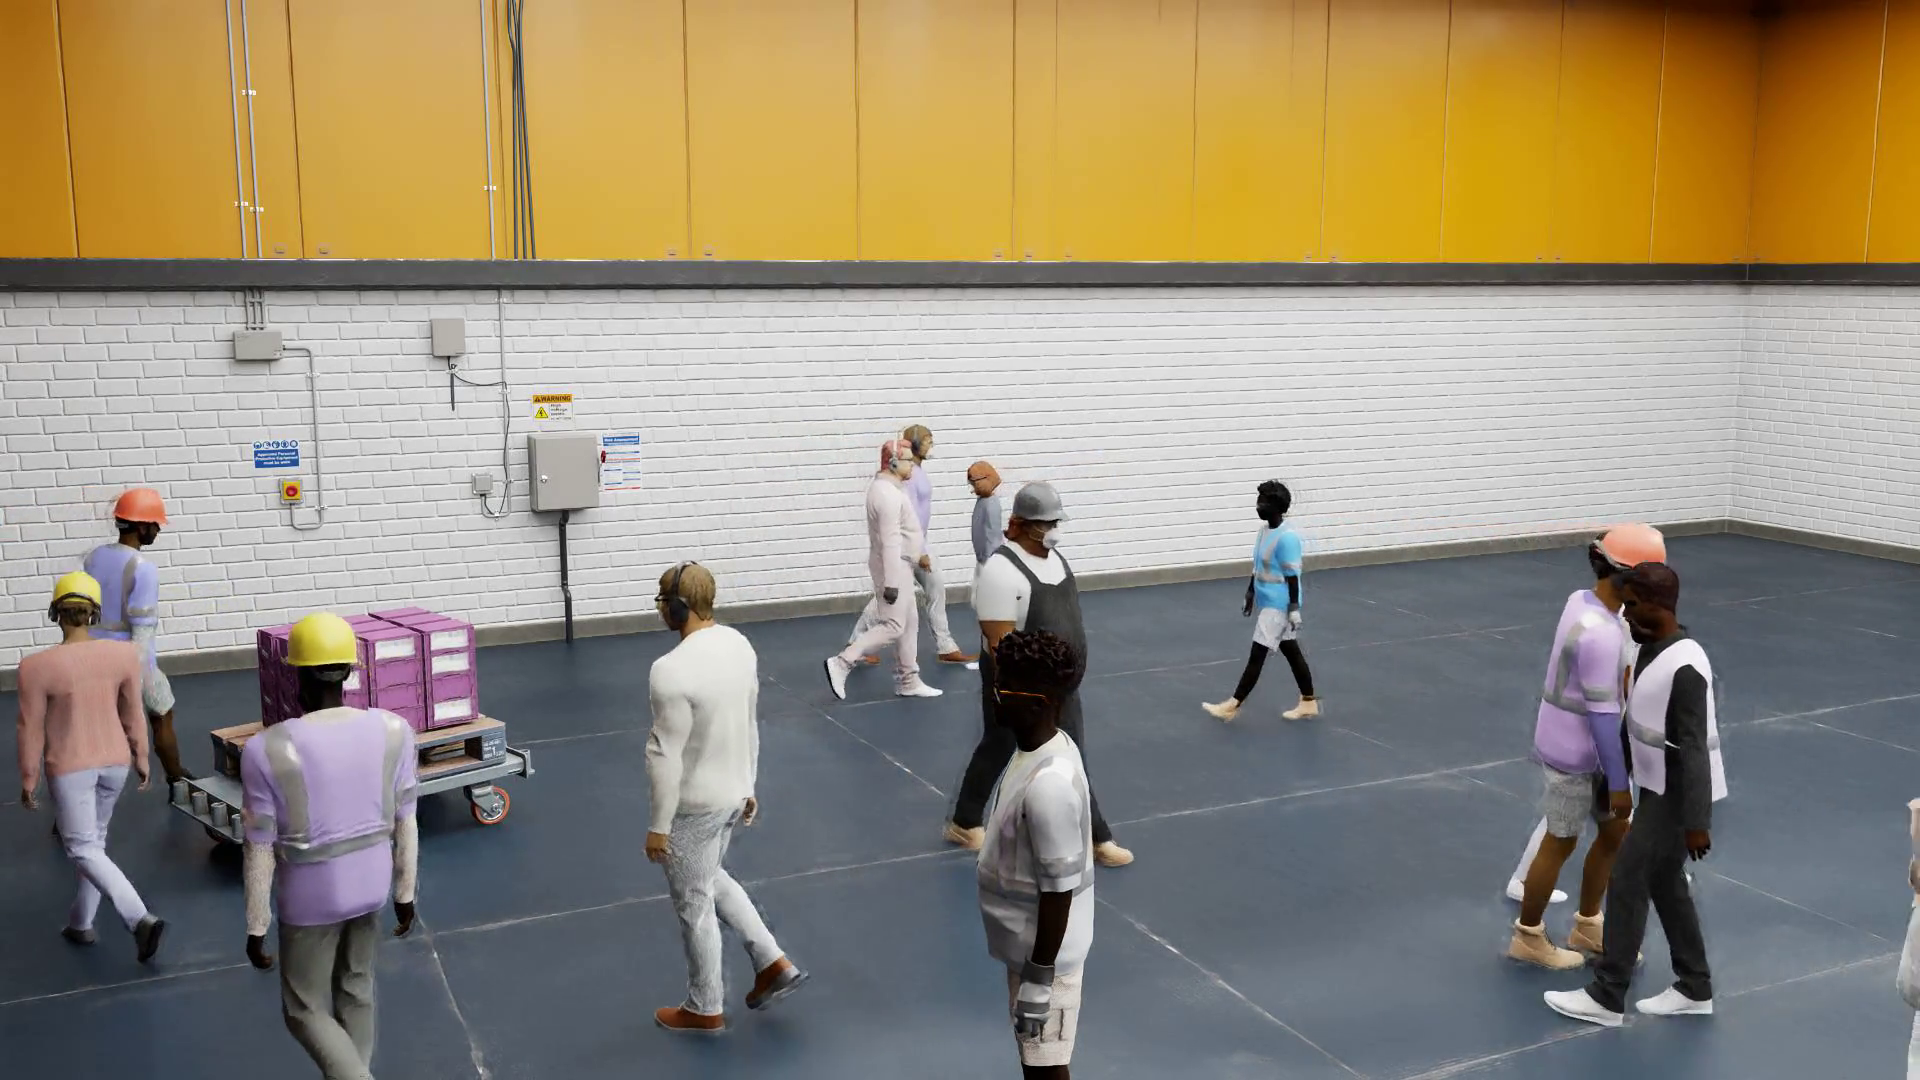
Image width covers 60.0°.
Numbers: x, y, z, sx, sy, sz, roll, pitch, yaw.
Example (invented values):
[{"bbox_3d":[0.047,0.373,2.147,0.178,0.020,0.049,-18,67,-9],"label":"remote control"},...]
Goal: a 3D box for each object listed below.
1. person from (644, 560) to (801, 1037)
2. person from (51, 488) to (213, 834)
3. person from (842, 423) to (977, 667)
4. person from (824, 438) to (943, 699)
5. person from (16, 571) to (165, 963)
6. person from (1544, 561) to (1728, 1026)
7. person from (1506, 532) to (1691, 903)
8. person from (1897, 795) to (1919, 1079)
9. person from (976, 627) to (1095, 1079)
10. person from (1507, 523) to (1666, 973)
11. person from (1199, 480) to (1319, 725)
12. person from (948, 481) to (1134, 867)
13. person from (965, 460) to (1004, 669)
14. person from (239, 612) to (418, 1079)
[{"bbox_3d":[-0.984,1.032,6.547,0.488,1.923,0.635,3,10,19],"label":"person"},{"bbox_3d":[-4.575,0.649,9.101,0.557,1.872,1.044,3,10,18],"label":"person"},{"bbox_3d":[-0.418,0.049,12.741,1.011,1.899,0.641,2,9,12],"label":"person"},{"bbox_3d":[-0.538,0.221,11.702,0.774,1.885,0.650,-1,9,-5],"label":"person"},{"bbox_3d":[-3.794,1.011,7.316,0.772,1.726,0.532,6,11,32],"label":"person"},{"bbox_3d":[2.742,1.027,6.719,0.769,1.870,0.657,2,9,10],"label":"person"},{"bbox_3d":[3.083,0.860,7.964,0.981,1.810,0.536,-1,9,-6],"label":"person"},{"bbox_3d":[3.498,1.301,5.765,0.545,1.621,0.530,2,9,11],"label":"person"},{"bbox_3d":[0.228,1.232,5.152,0.367,1.966,0.607,0,9,-3],"label":"person"},{"bbox_3d":[2.703,0.912,7.046,0.711,1.992,0.640,3,10,18],"label":"person"},{"bbox_3d":[2.034,0.425,11.110,0.876,1.643,0.551,-1,9,-5],"label":"person"},{"bbox_3d":[0.376,0.649,8.545,0.994,2.000,0.692,8,12,39],"label":"person"},{"bbox_3d":[0.290,0.186,12.731,0.482,1.612,0.543,-2,9,-11],"label":"person"},{"bbox_3d":[-2.077,1.192,5.589,0.681,1.904,0.596,9,13,43],"label":"person"}]
